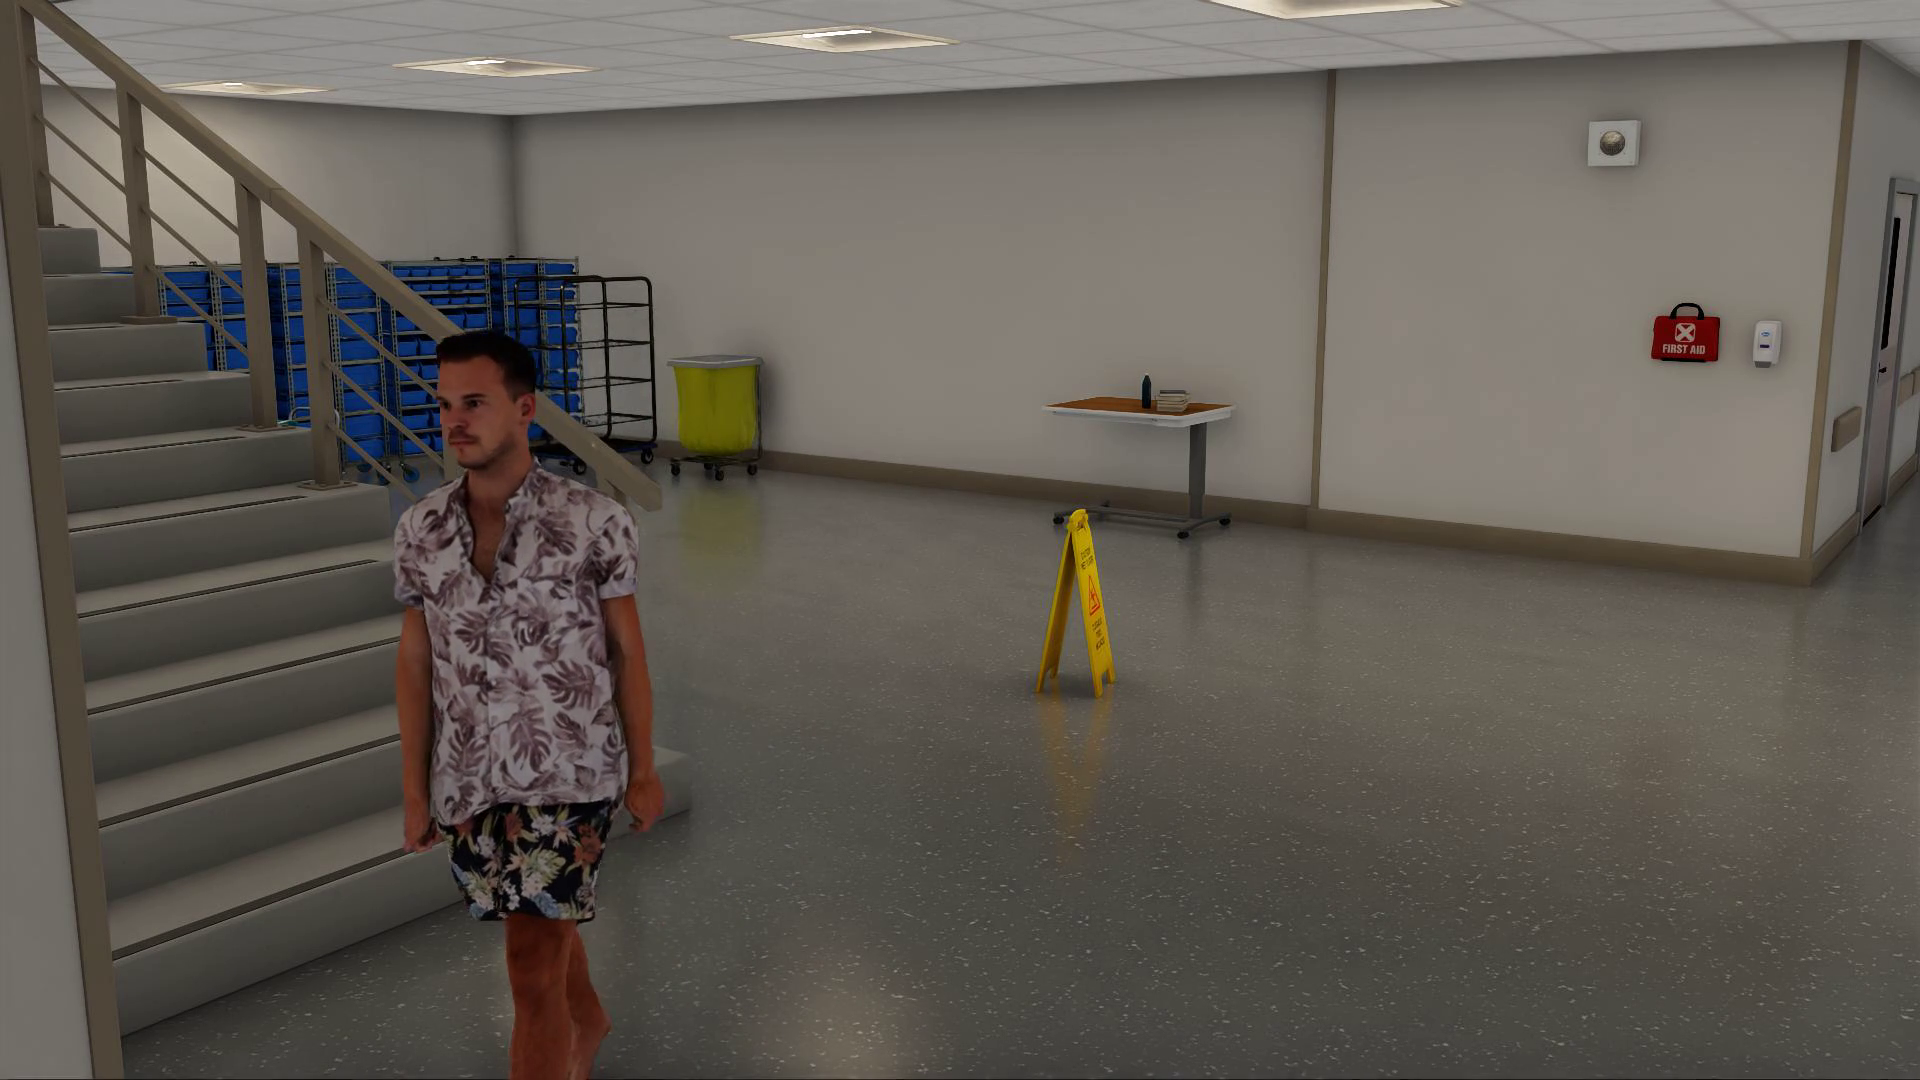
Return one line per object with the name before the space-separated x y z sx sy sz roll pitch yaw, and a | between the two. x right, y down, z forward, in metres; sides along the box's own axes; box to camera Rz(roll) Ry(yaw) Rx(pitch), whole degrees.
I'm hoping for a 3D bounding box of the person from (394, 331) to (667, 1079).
person | -0.898 0.472 3.556 1.203 1.774 1.040 2 11 11
